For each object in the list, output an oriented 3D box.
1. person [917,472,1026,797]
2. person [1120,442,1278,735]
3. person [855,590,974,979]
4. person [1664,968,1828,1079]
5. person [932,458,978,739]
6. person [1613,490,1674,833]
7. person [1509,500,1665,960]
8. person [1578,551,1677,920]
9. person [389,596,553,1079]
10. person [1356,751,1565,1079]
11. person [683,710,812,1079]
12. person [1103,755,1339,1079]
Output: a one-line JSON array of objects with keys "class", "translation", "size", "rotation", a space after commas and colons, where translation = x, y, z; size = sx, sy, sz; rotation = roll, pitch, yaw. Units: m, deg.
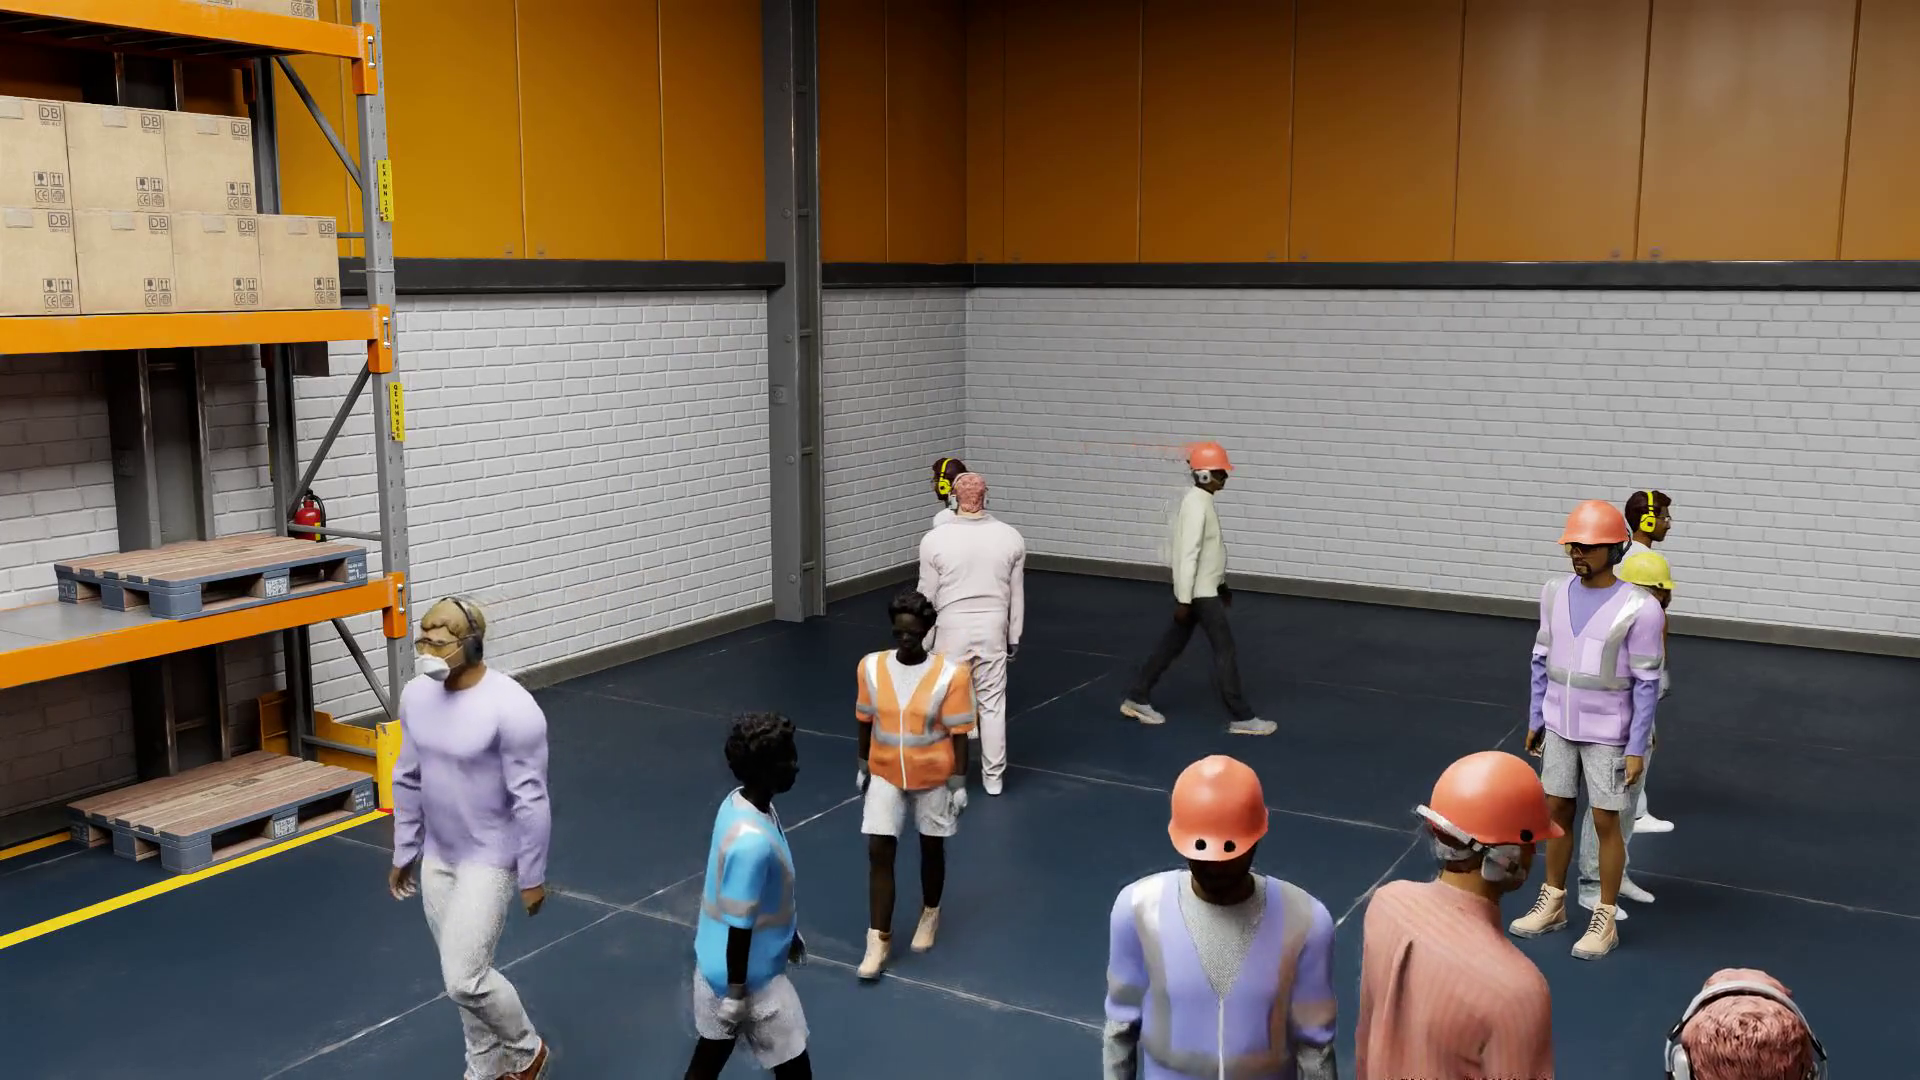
[{"class": "person", "translation": [0.051, 0.554, 9.621], "size": [0.646, 1.897, 0.398], "rotation": [-3, 9, -16]}, {"class": "person", "translation": [1.550, 0.311, 11.016], "size": [1.032, 1.951, 0.613], "rotation": [1, 9, 7]}, {"class": "person", "translation": [-0.228, 1.051, 7.183], "size": [0.551, 1.663, 0.768], "rotation": [2, 9, 13]}, {"class": "person", "translation": [1.274, 1.648, 2.799], "size": [0.641, 1.902, 0.400], "rotation": [6, 11, 32]}, {"class": "person", "translation": [-0.051, 0.400, 10.696], "size": [0.329, 1.860, 0.505], "rotation": [5, 10, 28]}, {"class": "person", "translation": [3.679, 0.657, 9.083], "size": [0.335, 1.863, 0.520], "rotation": [-3, 10, -19]}, {"class": "person", "translation": [2.783, 0.835, 7.403], "size": [0.375, 2.044, 0.605], "rotation": [-7, 11, -36]}, {"class": "person", "translation": [3.181, 0.909, 7.878], "size": [0.492, 1.740, 0.324], "rotation": [-9, 13, -43]}, {"class": "person", "translation": [-1.745, 1.143, 5.872], "size": [0.636, 1.924, 0.445], "rotation": [7, 11, 36]}, {"class": "person", "translation": [1.131, 1.445, 3.776], "size": [0.409, 1.989, 0.650], "rotation": [-2, 9, -14]}, {"class": "person", "translation": [-0.589, 1.353, 5.342], "size": [0.837, 1.652, 0.548], "rotation": [-2, 9, -13]}, {"class": "person", "translation": [0.642, 1.422, 4.140], "size": [0.572, 1.914, 0.590], "rotation": [1, 9, 8]}]
